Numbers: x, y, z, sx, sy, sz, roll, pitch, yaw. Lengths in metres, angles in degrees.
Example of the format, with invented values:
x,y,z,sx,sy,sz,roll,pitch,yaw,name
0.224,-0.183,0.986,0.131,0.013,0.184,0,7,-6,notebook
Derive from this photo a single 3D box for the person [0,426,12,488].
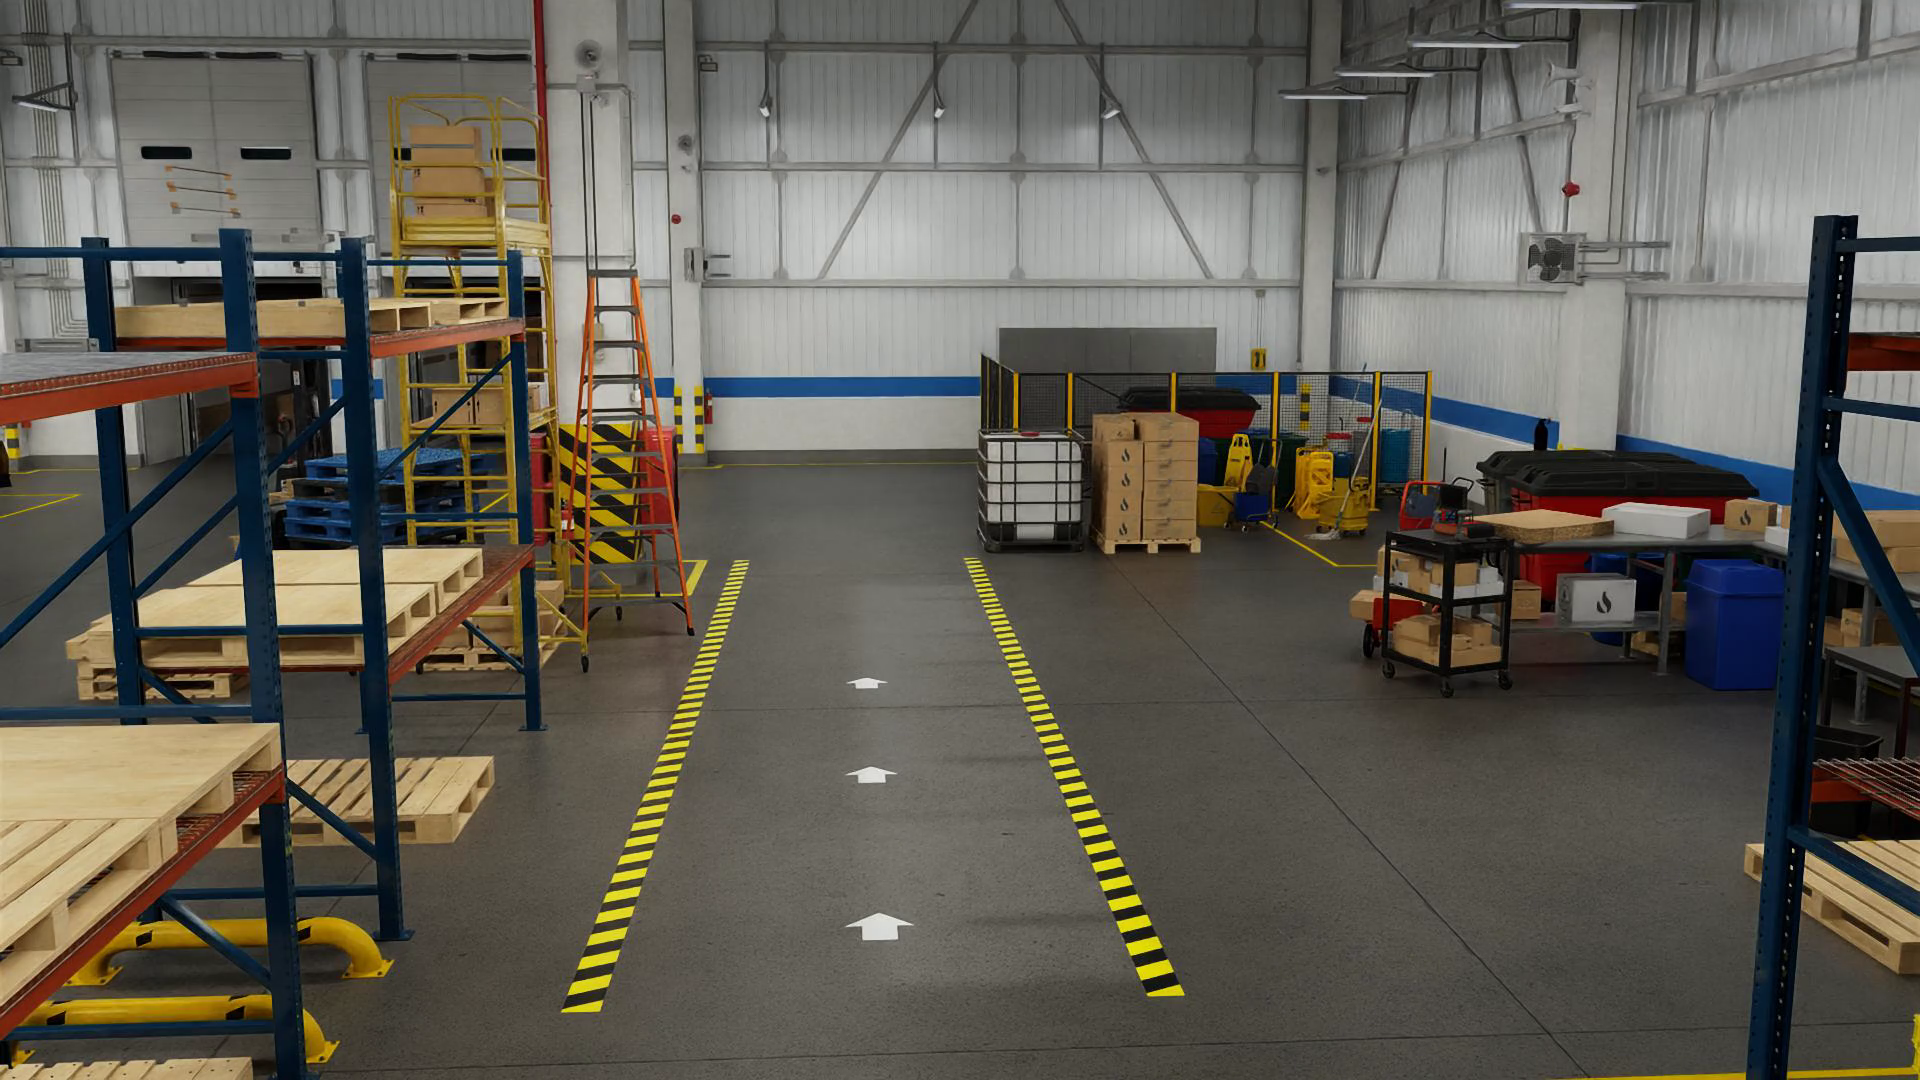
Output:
x,y,z,sx,sy,sz,roll,pitch,yaw,name
-13.155,-1.665,22.567,0.389,1.930,0.544,-8,12,-41,person

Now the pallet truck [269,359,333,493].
x,y,z,sx,sy,sz,roll,pitch,yaw,name
-7.062,-1.131,18.996,1.885,1.965,0.823,2,9,13,pallet truck
